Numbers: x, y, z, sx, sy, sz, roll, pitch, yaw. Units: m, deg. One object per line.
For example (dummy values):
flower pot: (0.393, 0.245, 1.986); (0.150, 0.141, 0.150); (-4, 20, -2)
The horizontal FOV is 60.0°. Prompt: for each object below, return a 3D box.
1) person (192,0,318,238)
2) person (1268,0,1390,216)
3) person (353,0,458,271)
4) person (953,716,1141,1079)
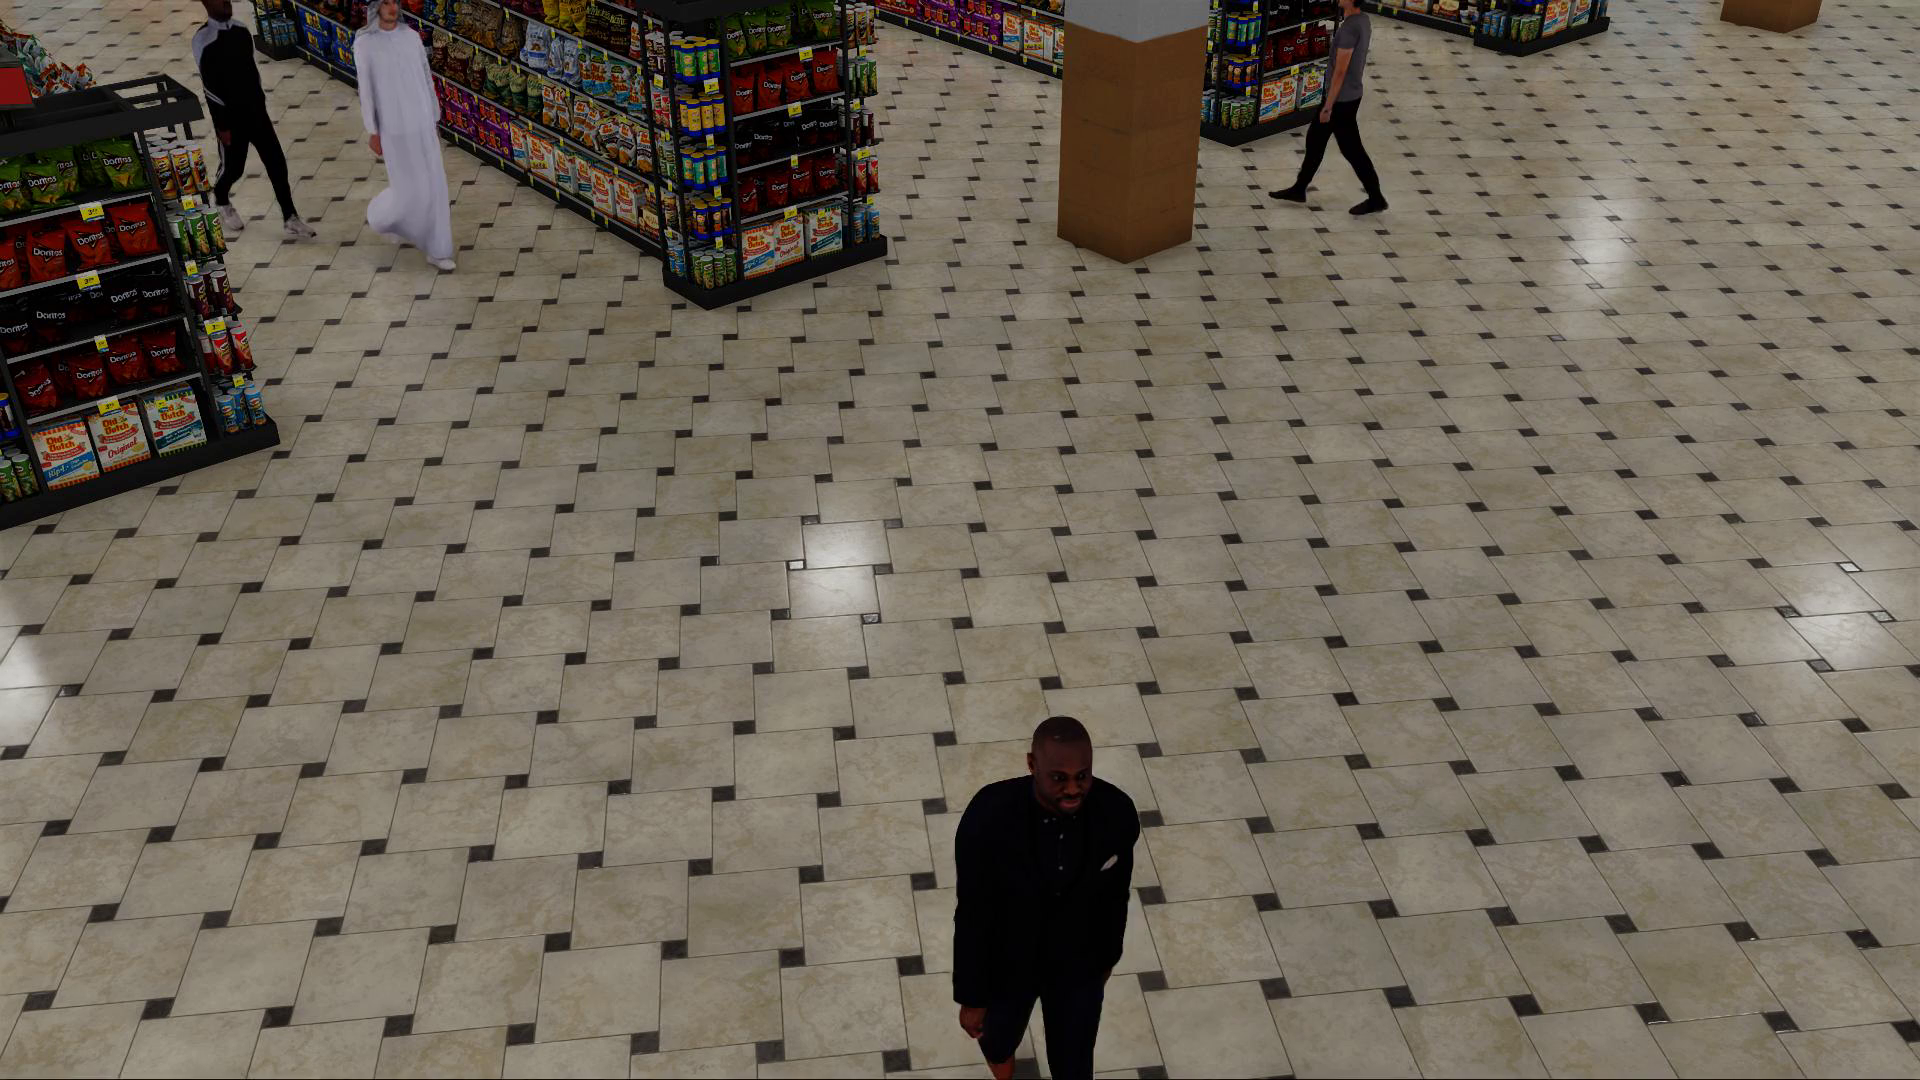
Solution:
person: (-5.186, -3.043, 11.797); (1.265, 1.808, 0.962); (17, 36, 25)
person: (2.874, -3.197, 12.129); (1.224, 1.719, 1.037); (10, 33, 15)
person: (-3.820, -2.808, 11.325); (1.032, 1.907, 0.763); (25, 40, 34)
person: (0.216, 1.211, 4.976); (1.093, 1.791, 1.236); (-2, 32, -4)
